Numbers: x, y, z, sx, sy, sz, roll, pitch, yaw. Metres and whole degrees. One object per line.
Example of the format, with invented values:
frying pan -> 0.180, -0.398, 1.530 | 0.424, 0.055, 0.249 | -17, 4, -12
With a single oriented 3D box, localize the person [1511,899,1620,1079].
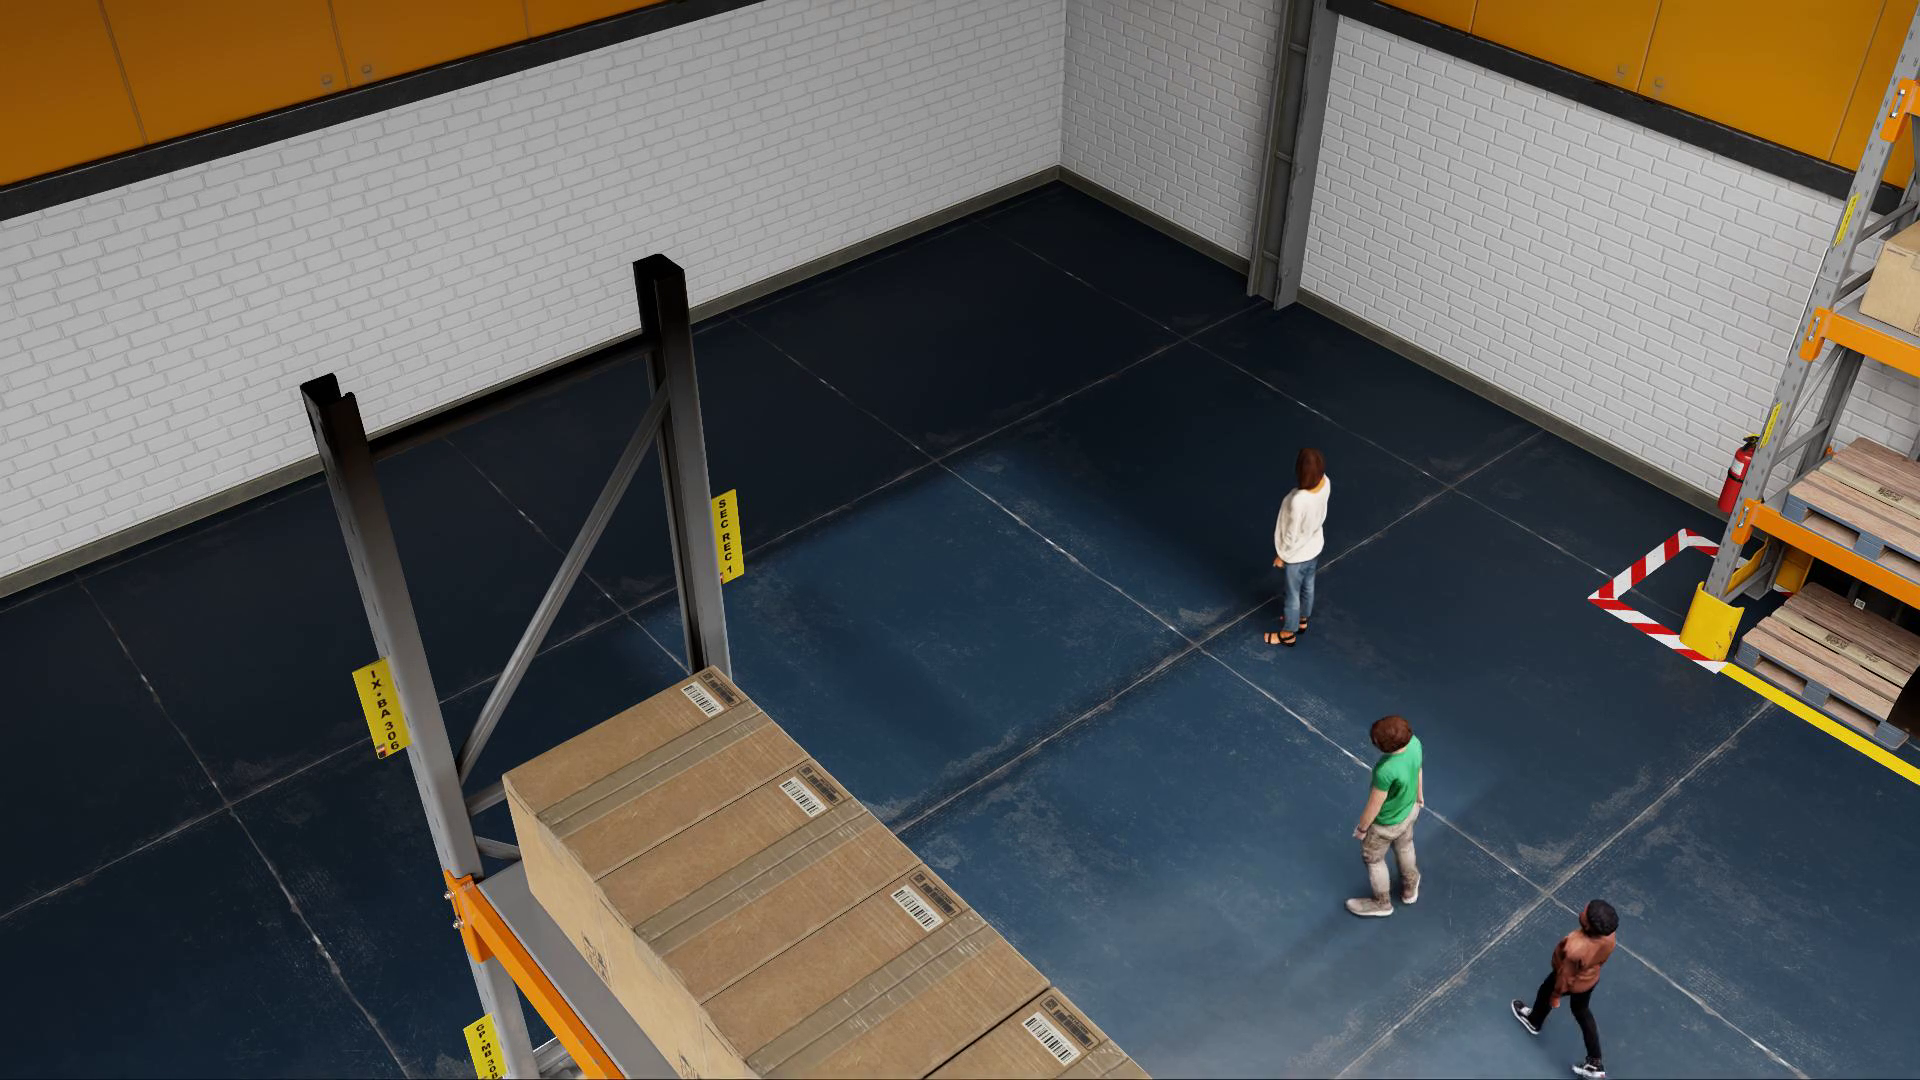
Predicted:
person -> 3.388, 2.432, 9.048 | 0.666, 1.235, 0.934 | -17, 42, -20

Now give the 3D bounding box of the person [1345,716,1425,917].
person -> 2.597, 1.612, 9.769 | 0.797, 1.617, 0.623 | -23, 44, -26

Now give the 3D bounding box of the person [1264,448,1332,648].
person -> 2.401, 0.052, 11.674 | 0.597, 1.678, 0.650 | 28, 46, 30
